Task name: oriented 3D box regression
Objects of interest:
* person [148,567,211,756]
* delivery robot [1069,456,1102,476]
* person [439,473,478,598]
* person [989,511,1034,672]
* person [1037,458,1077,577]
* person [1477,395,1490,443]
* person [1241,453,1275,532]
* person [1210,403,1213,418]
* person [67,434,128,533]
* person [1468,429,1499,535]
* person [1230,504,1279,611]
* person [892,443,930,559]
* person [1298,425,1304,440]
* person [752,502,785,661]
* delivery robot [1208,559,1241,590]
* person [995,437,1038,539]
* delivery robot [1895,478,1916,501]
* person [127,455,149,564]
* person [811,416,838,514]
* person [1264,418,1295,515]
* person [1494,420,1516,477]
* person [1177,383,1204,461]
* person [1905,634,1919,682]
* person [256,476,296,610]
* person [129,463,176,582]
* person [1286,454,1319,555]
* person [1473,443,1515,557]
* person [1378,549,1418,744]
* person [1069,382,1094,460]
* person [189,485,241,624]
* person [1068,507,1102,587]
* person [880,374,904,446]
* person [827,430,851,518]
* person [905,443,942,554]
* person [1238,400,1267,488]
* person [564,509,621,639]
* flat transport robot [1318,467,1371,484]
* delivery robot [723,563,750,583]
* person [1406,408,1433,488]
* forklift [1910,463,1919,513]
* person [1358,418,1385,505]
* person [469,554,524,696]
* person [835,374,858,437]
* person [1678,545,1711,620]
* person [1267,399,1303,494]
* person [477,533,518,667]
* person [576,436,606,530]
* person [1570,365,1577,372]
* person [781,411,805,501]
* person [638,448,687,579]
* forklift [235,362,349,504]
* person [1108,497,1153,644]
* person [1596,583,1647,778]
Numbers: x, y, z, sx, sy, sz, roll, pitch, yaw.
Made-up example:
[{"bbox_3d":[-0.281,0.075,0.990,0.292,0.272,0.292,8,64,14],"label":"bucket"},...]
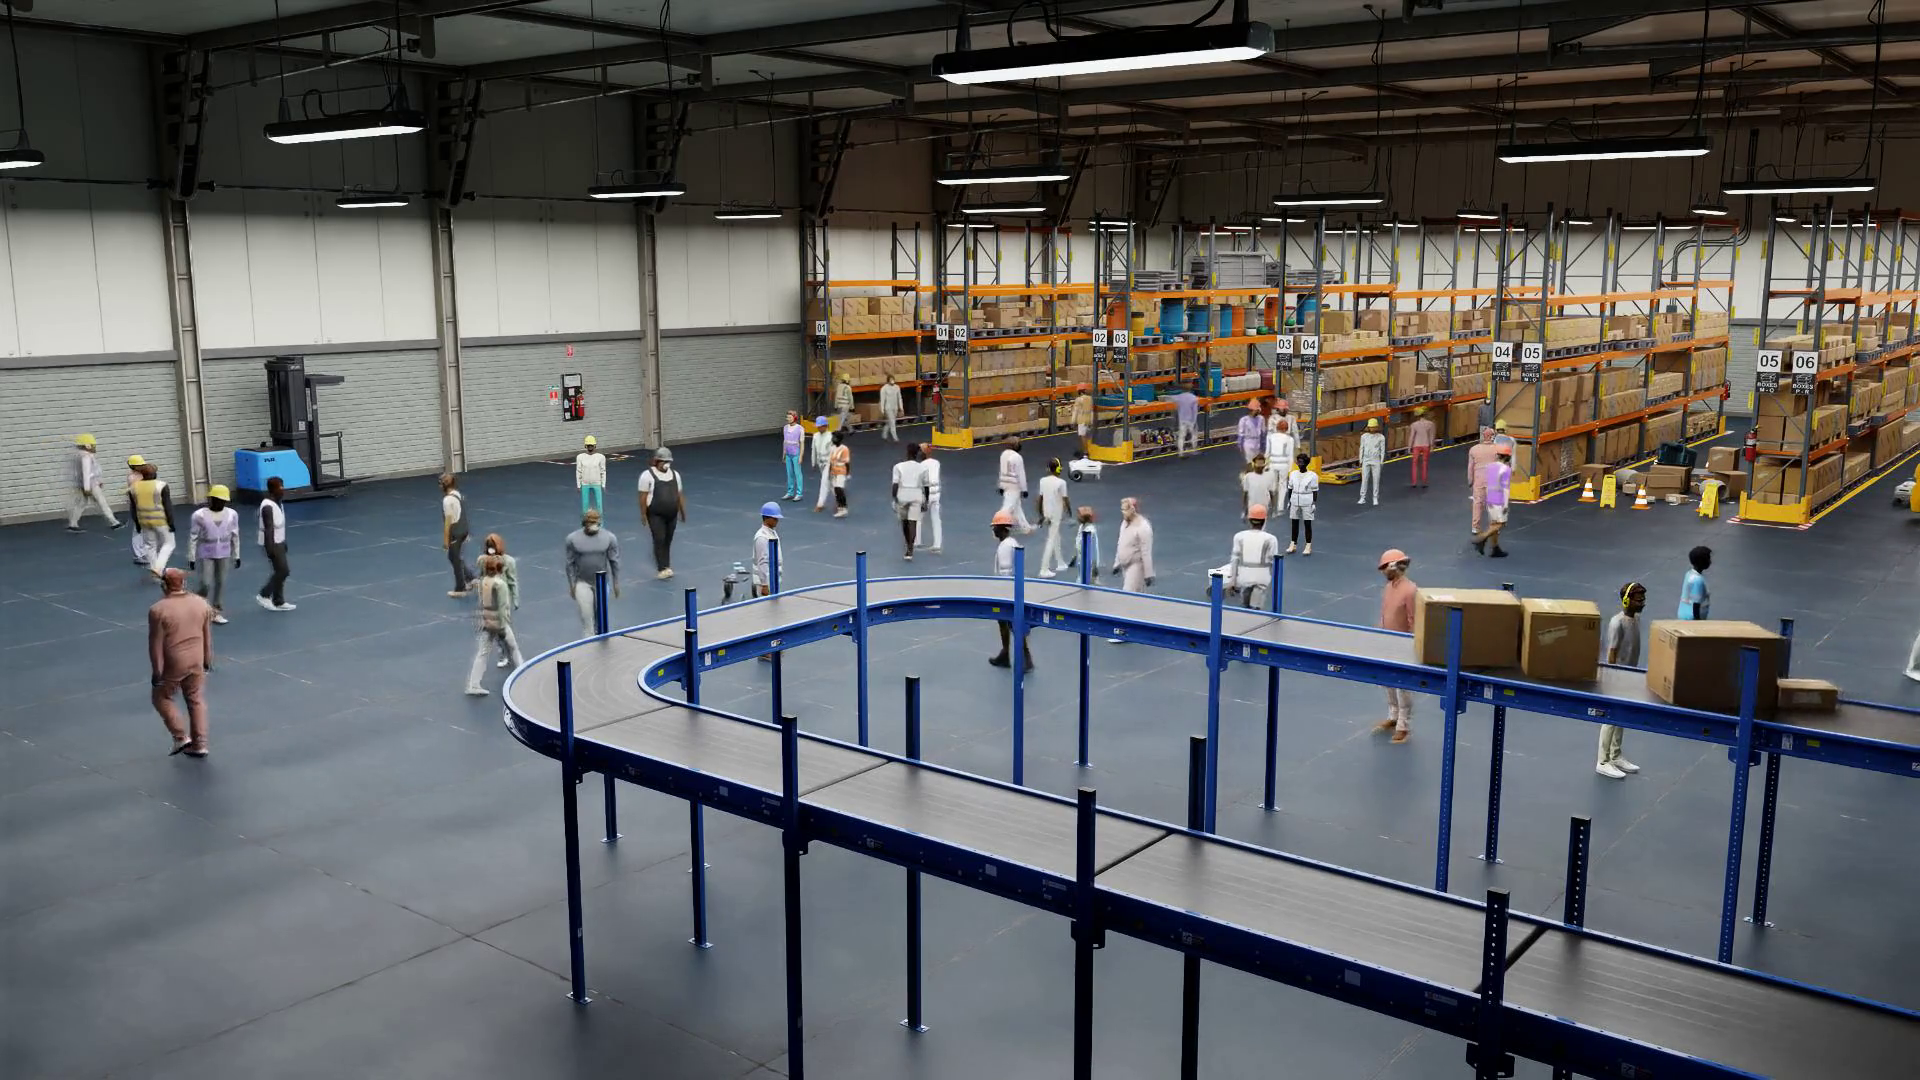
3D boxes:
[{"bbox_3d":[-7.658,1.204,15.357,0.466,1.889,0.668,5,11,28],"label":"person"},{"bbox_3d":[2.804,-1.639,34.981,0.707,0.478,0.477,-1,10,-4],"label":"delivery robot"},{"bbox_3d":[-7.332,-0.070,22.707,0.397,1.827,0.526,0,10,2],"label":"person"},{"bbox_3d":[0.637,0.609,18.722,0.608,1.903,0.601,2,10,11],"label":"person"},{"bbox_3d":[1.538,-0.361,24.349,0.908,1.834,0.536,-9,13,-40],"label":"person"},{"bbox_3d":[13.006,-2.797,38.599,0.499,1.636,0.286,6,12,32],"label":"person"},{"bbox_3d":[4.780,-0.493,25.070,0.527,1.841,0.864,-1,10,-4],"label":"person"},{"bbox_3d":[7.740,-4.585,48.705,0.513,1.614,0.427,7,12,33],"label":"person"},{"bbox_3d":[-15.661,-1.016,28.191,0.970,1.784,0.593,-8,13,-38],"label":"person"},{"bbox_3d":[9.412,-1.041,27.979,0.642,1.902,0.399,5,11,27],"label":"person"},{"bbox_3d":[3.675,0.487,19.408,0.565,1.883,1.018,5,11,27],"label":"person"},{"bbox_3d":[-0.805,-0.655,25.862,0.608,1.873,1.077,0,10,2],"label":"person"},{"bbox_3d":[9.166,-3.528,42.842,0.524,1.595,0.872,8,13,39],"label":"person"},{"bbox_3d":[-2.351,0.490,19.236,0.403,1.944,0.606,1,10,4],"label":"person"},{"bbox_3d":[3.983,0.523,22.814,0.707,0.478,0.477,-5,11,-24],"label":"delivery robot"},{"bbox_3d":[0.994,-0.933,27.684,0.957,1.789,0.657,-4,11,-23],"label":"person"},{"bbox_3d":[19.044,-0.999,31.383,0.707,0.478,0.477,-10,14,-44],"label":"delivery robot"},{"bbox_3d":[-13.280,-0.506,25.344,0.318,1.767,0.534,-2,10,-13],"label":"person"},{"bbox_3d":[-2.577,-1.489,30.555,0.623,1.890,0.982,9,13,41],"label":"person"},{"bbox_3d":[6.131,-1.402,30.086,0.605,1.872,0.489,7,12,34],"label":"person"},{"bbox_3d":[10.551,-1.450,30.601,0.606,1.796,0.915,1,10,3],"label":"person"},{"bbox_3d":[5.686,-2.936,38.642,0.639,1.900,0.942,8,13,37],"label":"person"},{"bbox_3d":[11.326,0.767,17.862,0.623,1.870,0.974,-4,11,-20],"label":"person"},{"bbox_3d":[-9.538,0.057,21.802,0.436,1.903,0.605,-2,10,-11],"label":"person"},{"bbox_3d":[-12.252,-0.266,23.795,0.649,1.832,0.435,1,10,4],"label":"person"},{"bbox_3d":[5.700,-0.603,26.081,0.540,1.695,0.317,8,13,37],"label":"person"},{"bbox_3d":[8.776,-0.646,25.723,0.653,1.921,0.551,-3,11,-17],"label":"person"},{"bbox_3d":[4.511,1.081,15.952,0.413,1.951,0.689,-3,10,-15],"label":"person"},{"bbox_3d":[2.944,-2.929,38.585,0.557,1.903,0.851,-9,14,-43],"label":"person"},{"bbox_3d":[-10.001,0.198,21.028,0.510,1.892,0.634,10,14,44],"label":"person"},{"bbox_3d":[1.631,0.342,21.062,0.865,1.592,0.520,-1,10,-5],"label":"person"},{"bbox_3d":[-1.870,-3.509,41.876,0.987,1.905,0.629,10,14,44],"label":"person"},{"bbox_3d":[-2.342,-1.244,29.714,0.566,1.674,0.561,-8,13,-37],"label":"person"},{"bbox_3d":[-0.605,-0.710,26.229,0.833,1.849,0.593,9,14,42],"label":"person"},{"bbox_3d":[6.102,-1.973,32.933,0.680,2.002,0.785,-5,11,-24],"label":"person"},{"bbox_3d":[-4.446,0.561,18.974,0.645,1.888,0.962,-3,10,-15],"label":"person"},{"bbox_3d":[8.569,-1.446,34.958,0.652,0.197,1.431,8,13,40],"label":"flat transport robot"},{"bbox_3d":[-3.202,0.443,22.536,0.335,0.223,0.698,1,10,7],"label":"delivery robot"},{"bbox_3d":[9.939,-1.984,33.776,0.594,1.734,0.364,-1,10,-8],"label":"person"},{"bbox_3d":[19.034,-1.348,28.998,2.313,2.155,1.214,8,13,37],"label":"forklift"},{"bbox_3d":[8.272,-1.580,31.453,0.492,1.742,0.321,4,11,24],"label":"person"},{"bbox_3d":[-5.205,0.947,17.651,0.540,1.585,0.879,10,14,43],"label":"person"},{"bbox_3d":[-3.194,-3.726,43.452,0.947,1.777,0.600,-9,14,-42],"label":"person"},{"bbox_3d":[8.274,0.895,17.648,0.317,1.695,0.540,3,11,18],"label":"person"},{"bbox_3d":[6.821,-1.950,32.846,0.631,1.987,1.036,-3,11,-18],"label":"person"},{"bbox_3d":[-5.569,0.700,18.946,0.514,1.620,0.470,1,10,5],"label":"person"},{"bbox_3d":[-6.612,-0.992,28.068,0.525,1.772,0.306,-2,10,-9],"label":"person"},{"bbox_3d":[18.280,-4.370,46.690,0.537,1.906,0.818,4,11,24],"label":"person"},{"bbox_3d":[-3.398,-1.727,31.997,0.567,1.843,0.389,8,13,39],"label":"person"},{"bbox_3d":[-4.495,-0.402,24.101,0.707,2.000,0.758,-9,14,-42],"label":"person"},{"bbox_3d":[-13.803,-2.244,32.110,1.129,2.768,1.873,8,13,37],"label":"forklift"},{"bbox_3d":[2.306,0.361,20.175,0.830,1.869,0.642,-2,10,-14],"label":"person"},{"bbox_3d":[6.301,1.312,14.851,0.318,1.865,0.519,10,14,44],"label":"person"}]
